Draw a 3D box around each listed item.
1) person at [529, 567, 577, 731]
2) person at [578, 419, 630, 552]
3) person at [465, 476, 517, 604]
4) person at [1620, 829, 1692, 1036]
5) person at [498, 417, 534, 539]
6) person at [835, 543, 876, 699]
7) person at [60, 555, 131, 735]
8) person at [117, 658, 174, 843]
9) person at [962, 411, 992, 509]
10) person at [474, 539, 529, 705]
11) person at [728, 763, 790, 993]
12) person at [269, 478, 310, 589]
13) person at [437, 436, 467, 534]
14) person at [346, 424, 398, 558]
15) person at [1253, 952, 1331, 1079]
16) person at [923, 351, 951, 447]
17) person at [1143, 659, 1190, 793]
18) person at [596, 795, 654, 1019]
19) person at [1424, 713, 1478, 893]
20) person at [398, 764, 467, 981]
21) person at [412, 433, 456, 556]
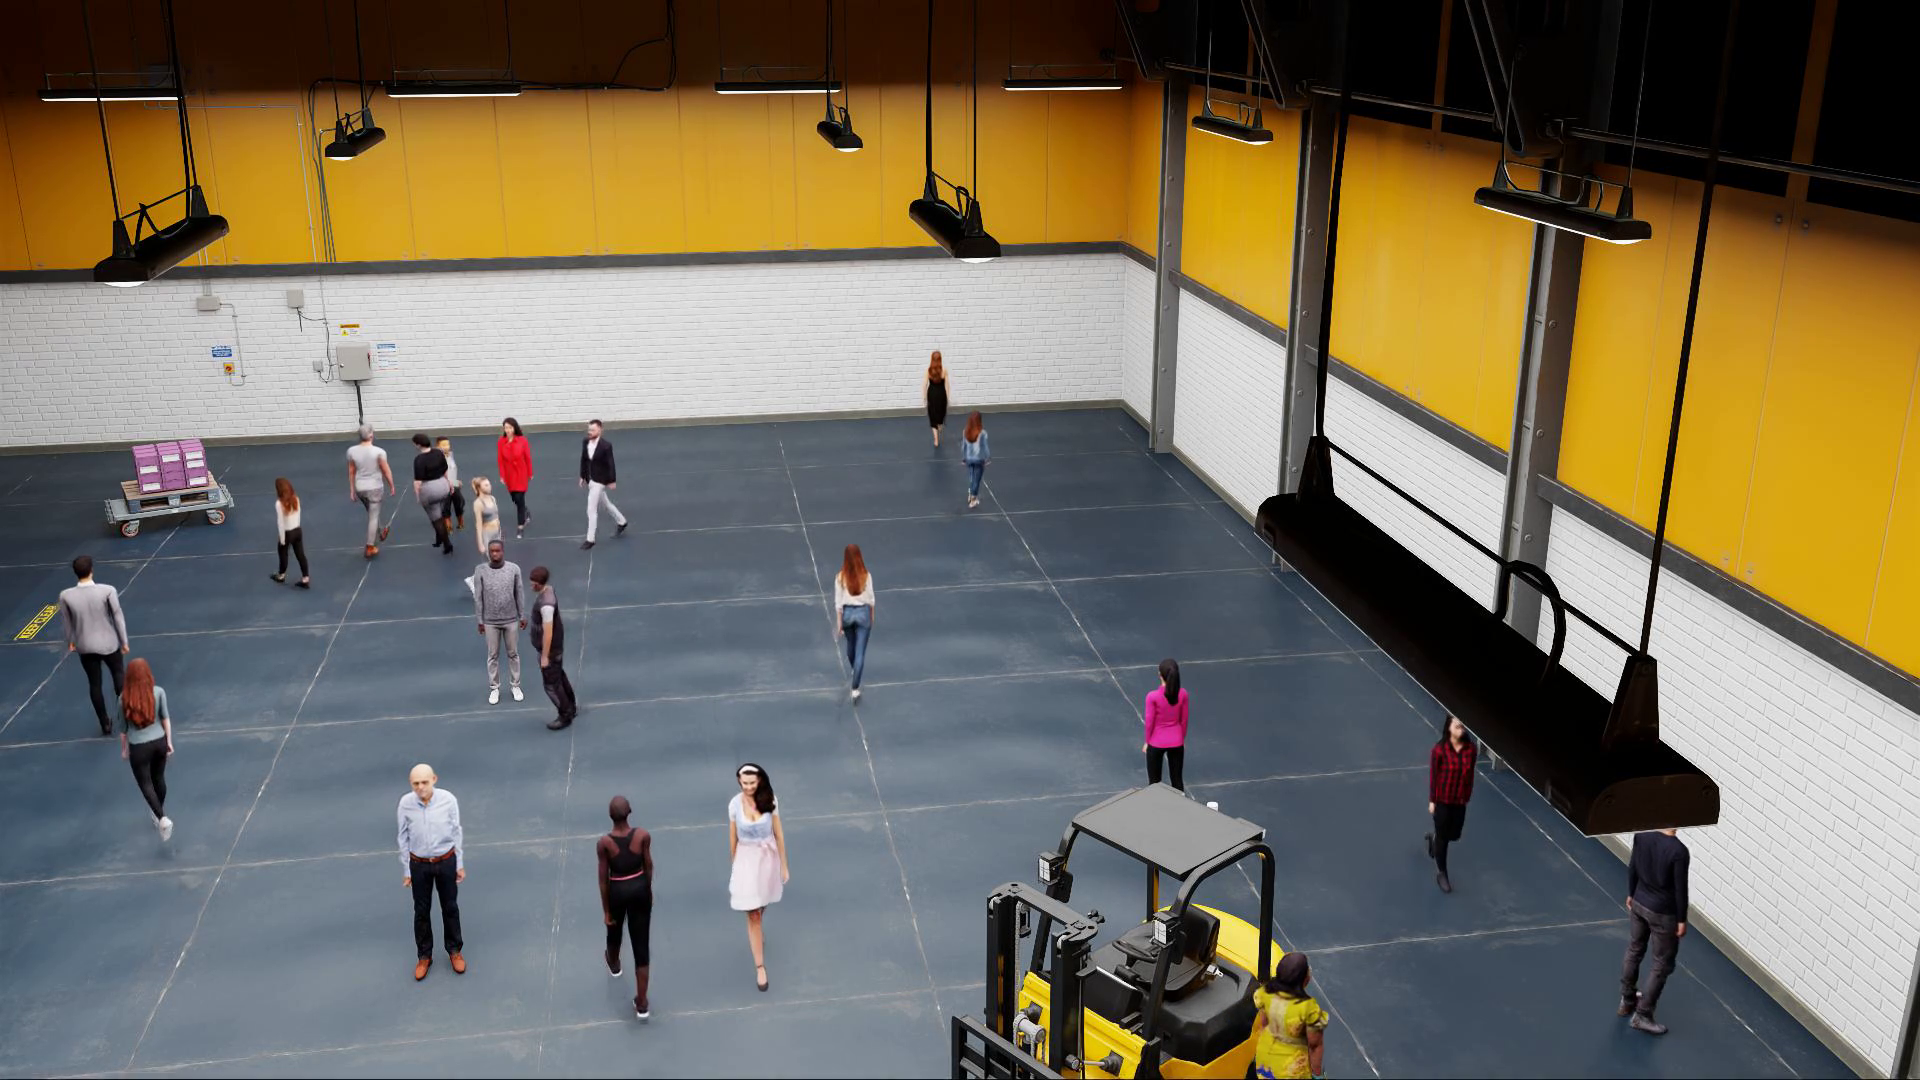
[{"bbox_3d":[-4.255,1.100,17.473,0.919,1.811,0.583,-1,19,-2],"label":"person"},{"bbox_3d":[-4.983,-0.818,23.192,1.195,1.796,1.241,13,23,34],"label":"person"},{"bbox_3d":[-5.980,0.009,20.912,0.914,1.684,0.989,6,20,18],"label":"person"},{"bbox_3d":[5.202,2.763,12.439,0.821,1.872,0.714,-11,22,-30],"label":"person"},{"bbox_3d":[-6.274,-0.917,23.605,0.729,1.719,1.058,0,19,-1],"label":"person"},{"bbox_3d":[-1.144,0.911,18.228,0.787,1.686,1.200,1,19,4],"label":"person"},{"bbox_3d":[-8.981,1.118,17.277,0.830,1.901,0.972,-5,19,-16],"label":"person"},{"bbox_3d":[-7.386,1.930,15.143,0.911,1.725,1.126,-14,23,-36],"label":"person"},{"bbox_3d":[0.195,-1.182,24.787,0.665,1.466,0.713,10,21,28],"label":"person"},{"bbox_3d":[-5.002,0.860,18.142,0.700,1.838,0.569,-5,19,-15],"label":"person"},{"bbox_3d":[-1.607,2.565,13.188,0.708,1.769,1.175,-5,19,-13],"label":"person"},{"bbox_3d":[-8.593,-0.066,21.484,0.937,1.460,0.909,10,21,27],"label":"person"},{"bbox_3d":[-7.367,-0.846,23.812,0.678,1.452,0.694,-15,24,-37],"label":"person"},{"bbox_3d":[-8.069,-0.631,22.673,0.894,1.773,1.262,1,19,3],"label":"person"},{"bbox_3d":[2.088,3.444,10.780,1.045,1.641,1.069,17,25,41],"label":"person"},{"bbox_3d":[-0.398,-2.363,28.110,0.650,1.585,1.044,-2,19,-5],"label":"person"},{"bbox_3d":[1.900,1.884,15.321,0.593,1.699,0.588,-5,19,-14],"label":"person"},{"bbox_3d":[-2.492,2.792,12.592,0.686,1.719,1.157,-6,20,-17],"label":"person"},{"bbox_3d":[4.196,2.215,14.424,0.577,1.644,0.771,-3,19,-10],"label":"person"},{"bbox_3d":[-4.157,2.577,13.119,0.655,1.791,0.585,-5,19,-15],"label":"person"},{"bbox_3d":[-7.102,-0.597,22.652,0.963,1.722,0.901,13,22,33],"label":"person"}]
